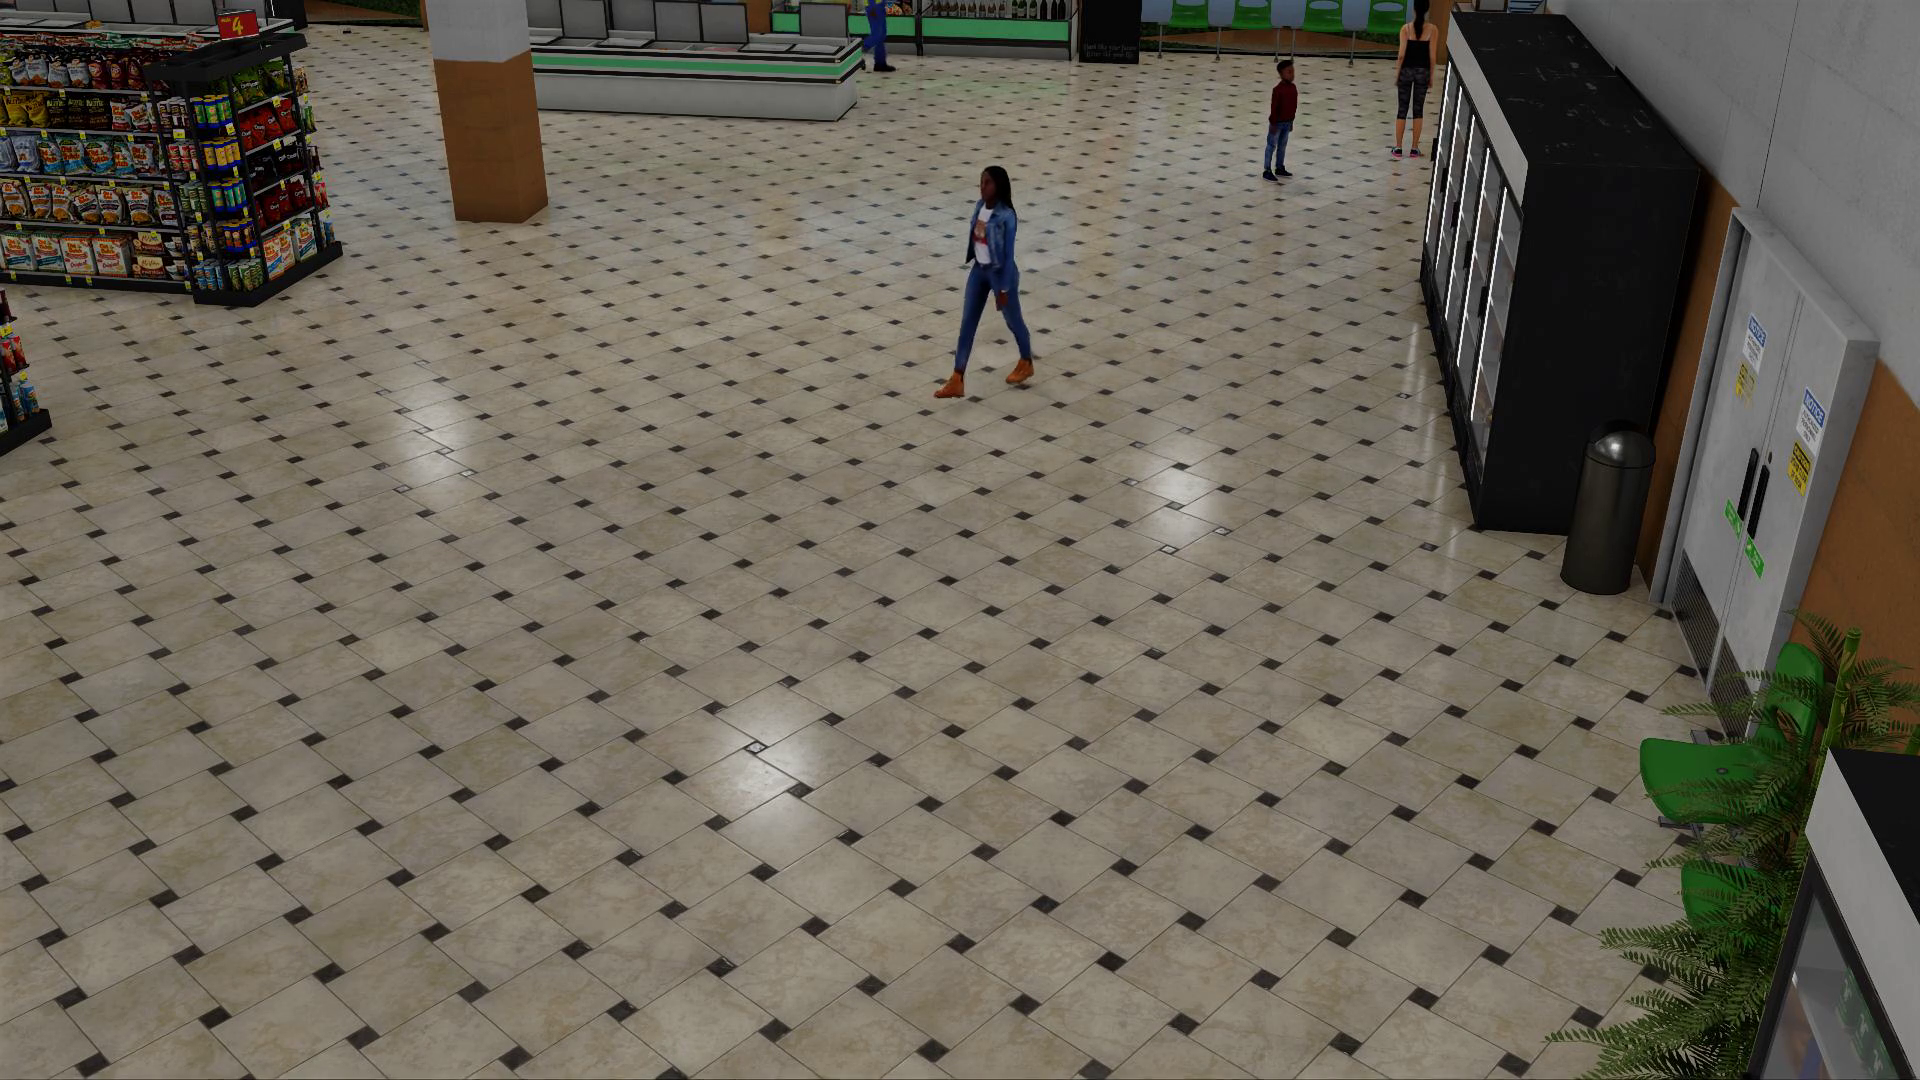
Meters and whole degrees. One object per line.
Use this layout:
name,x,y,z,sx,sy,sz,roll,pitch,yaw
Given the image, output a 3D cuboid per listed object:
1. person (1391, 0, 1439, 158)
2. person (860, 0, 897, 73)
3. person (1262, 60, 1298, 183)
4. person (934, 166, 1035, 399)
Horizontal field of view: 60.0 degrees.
person,5.038,-5.141,18.464,0.472,1.728,0.631,5,27,10
person,-1.215,-7.275,22.585,0.854,1.806,0.710,7,28,13
person,3.393,-4.452,17.630,0.578,1.253,0.629,-21,34,-35
person,0.320,-1.847,12.046,1.158,1.659,1.176,-22,34,-36
